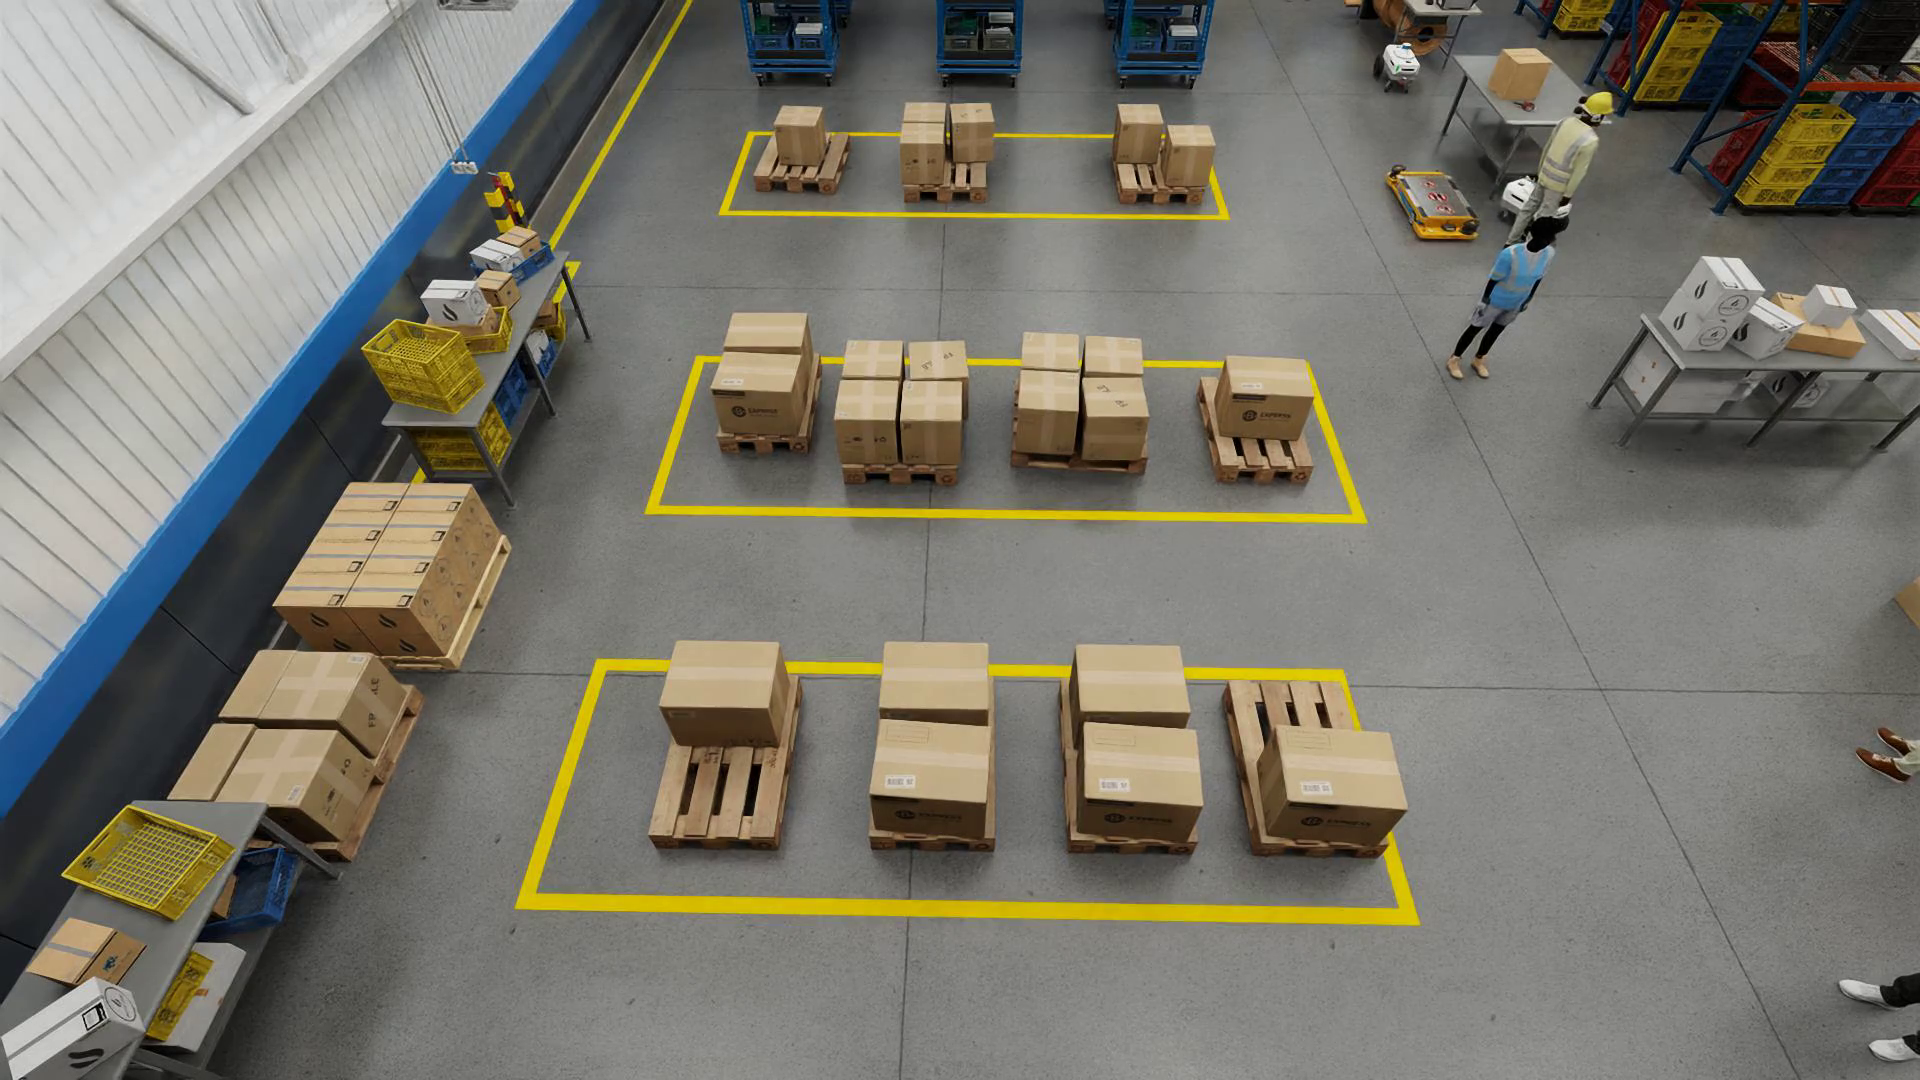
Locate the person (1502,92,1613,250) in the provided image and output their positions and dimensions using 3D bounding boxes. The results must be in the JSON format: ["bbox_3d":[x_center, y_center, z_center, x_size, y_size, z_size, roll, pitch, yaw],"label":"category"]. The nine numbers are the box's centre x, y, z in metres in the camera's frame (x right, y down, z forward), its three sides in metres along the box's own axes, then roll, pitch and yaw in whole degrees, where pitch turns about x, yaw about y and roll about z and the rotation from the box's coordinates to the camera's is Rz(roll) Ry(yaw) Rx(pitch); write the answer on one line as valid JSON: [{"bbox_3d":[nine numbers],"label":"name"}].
[{"bbox_3d":[6.417,-3.868,9.837,0.404,1.833,0.591,-7,50,-6],"label":"person"}]

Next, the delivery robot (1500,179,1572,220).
[{"bbox_3d":[6.695,-3.930,10.665,0.477,0.478,0.707,-22,52,-17],"label":"delivery robot"}]

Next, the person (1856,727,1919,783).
[{"bbox_3d":[6.435,0.918,5.671,0.533,1.868,0.310,-24,53,-20],"label":"person"}]

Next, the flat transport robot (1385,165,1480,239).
[{"bbox_3d":[5.692,-4.094,11.059,0.652,0.197,1.431,1,49,1],"label":"flat transport robot"}]

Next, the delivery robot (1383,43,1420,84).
[{"bbox_3d":[6.380,-6.917,13.256,0.477,0.478,0.707,2,49,2],"label":"delivery robot"}]

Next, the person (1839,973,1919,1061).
[{"bbox_3d":[5.335,2.175,4.551,0.375,1.917,0.598,5,49,5],"label":"person"}]

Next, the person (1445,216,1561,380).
[{"bbox_3d":[5.065,-2.237,8.518,0.536,1.694,0.320,-5,49,-4],"label":"person"}]
